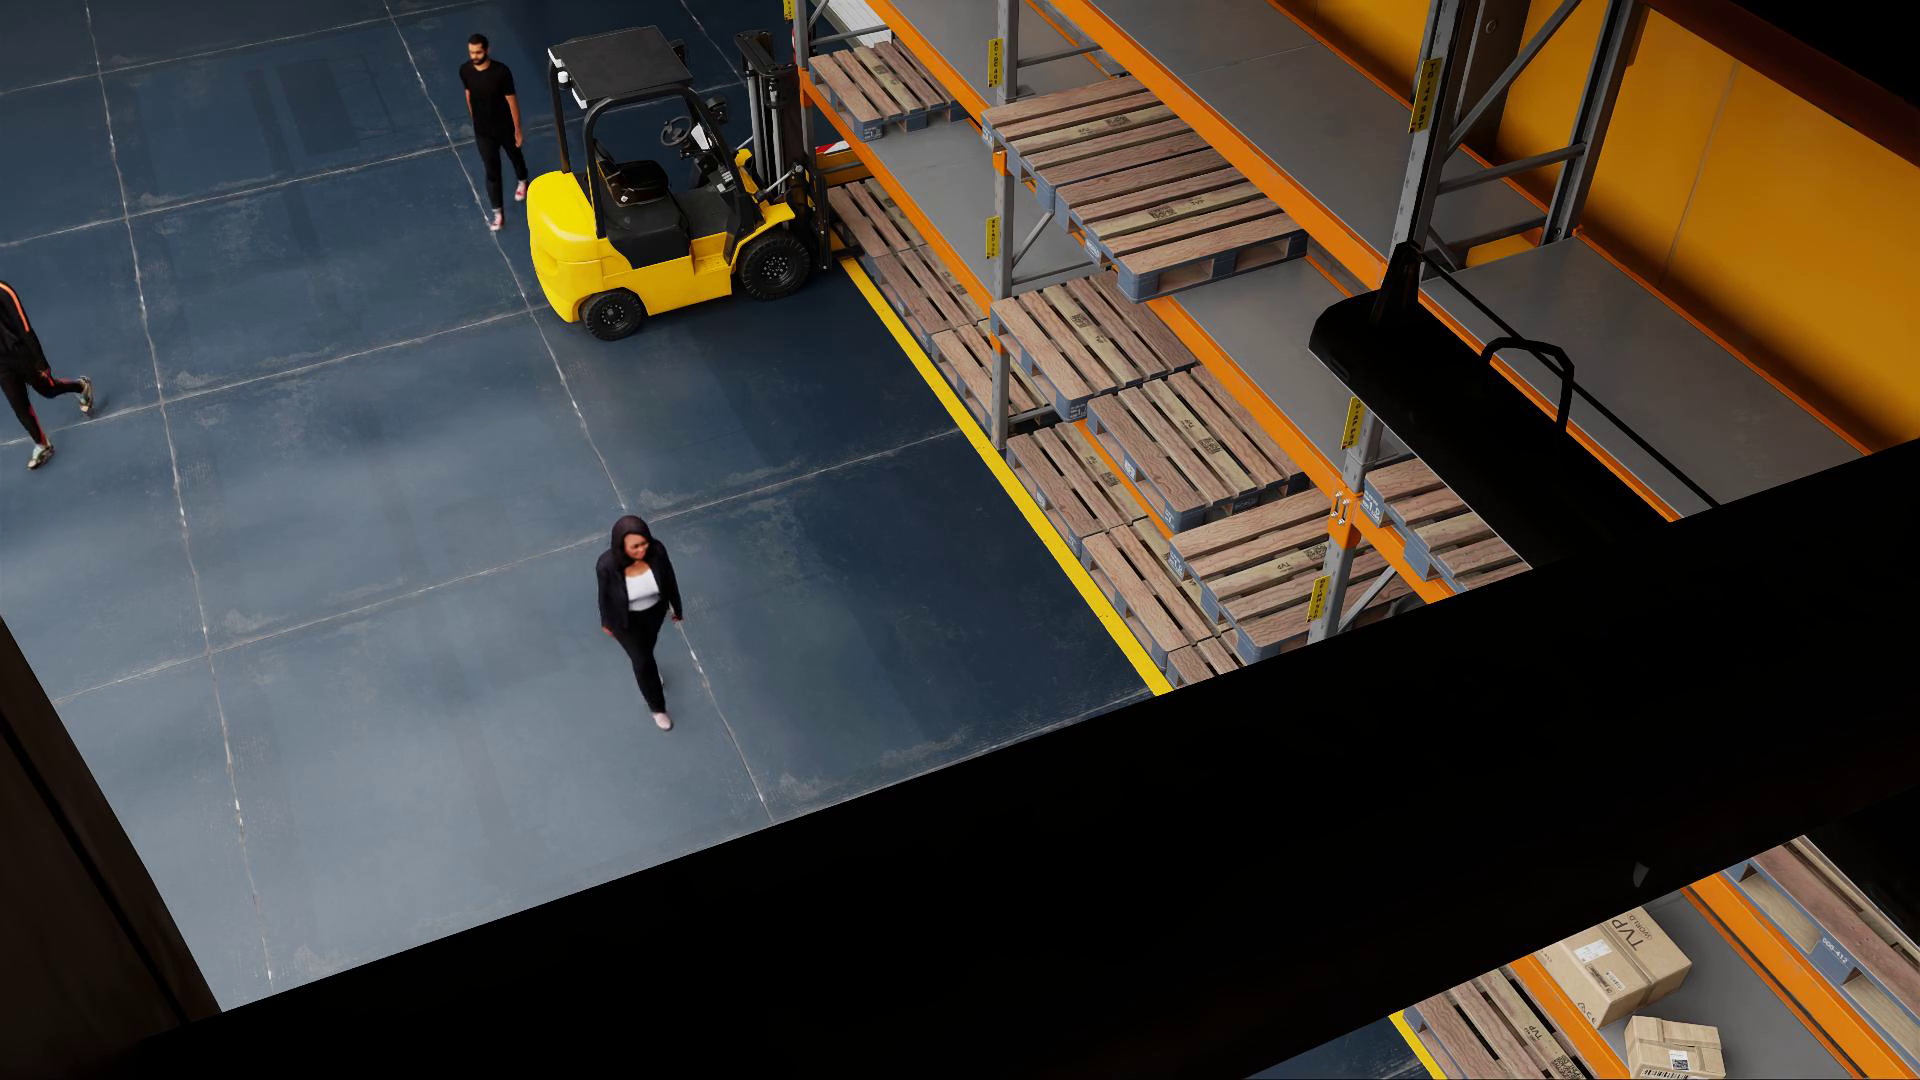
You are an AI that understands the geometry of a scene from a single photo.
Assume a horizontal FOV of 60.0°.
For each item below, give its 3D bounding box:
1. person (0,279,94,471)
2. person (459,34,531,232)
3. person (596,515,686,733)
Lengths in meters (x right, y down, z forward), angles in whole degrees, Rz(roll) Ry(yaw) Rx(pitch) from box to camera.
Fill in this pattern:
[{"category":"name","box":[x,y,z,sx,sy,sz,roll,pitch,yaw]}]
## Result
[{"category":"person","box":[-6.987,-1.438,12.404,1.016,1.783,1.189,6,44,6]},{"category":"person","box":[-4.104,-3.720,14.848,0.986,1.715,1.217,2,44,2]},{"category":"person","box":[-2.092,0.406,10.609,0.787,1.588,0.975,-29,51,-27]}]
